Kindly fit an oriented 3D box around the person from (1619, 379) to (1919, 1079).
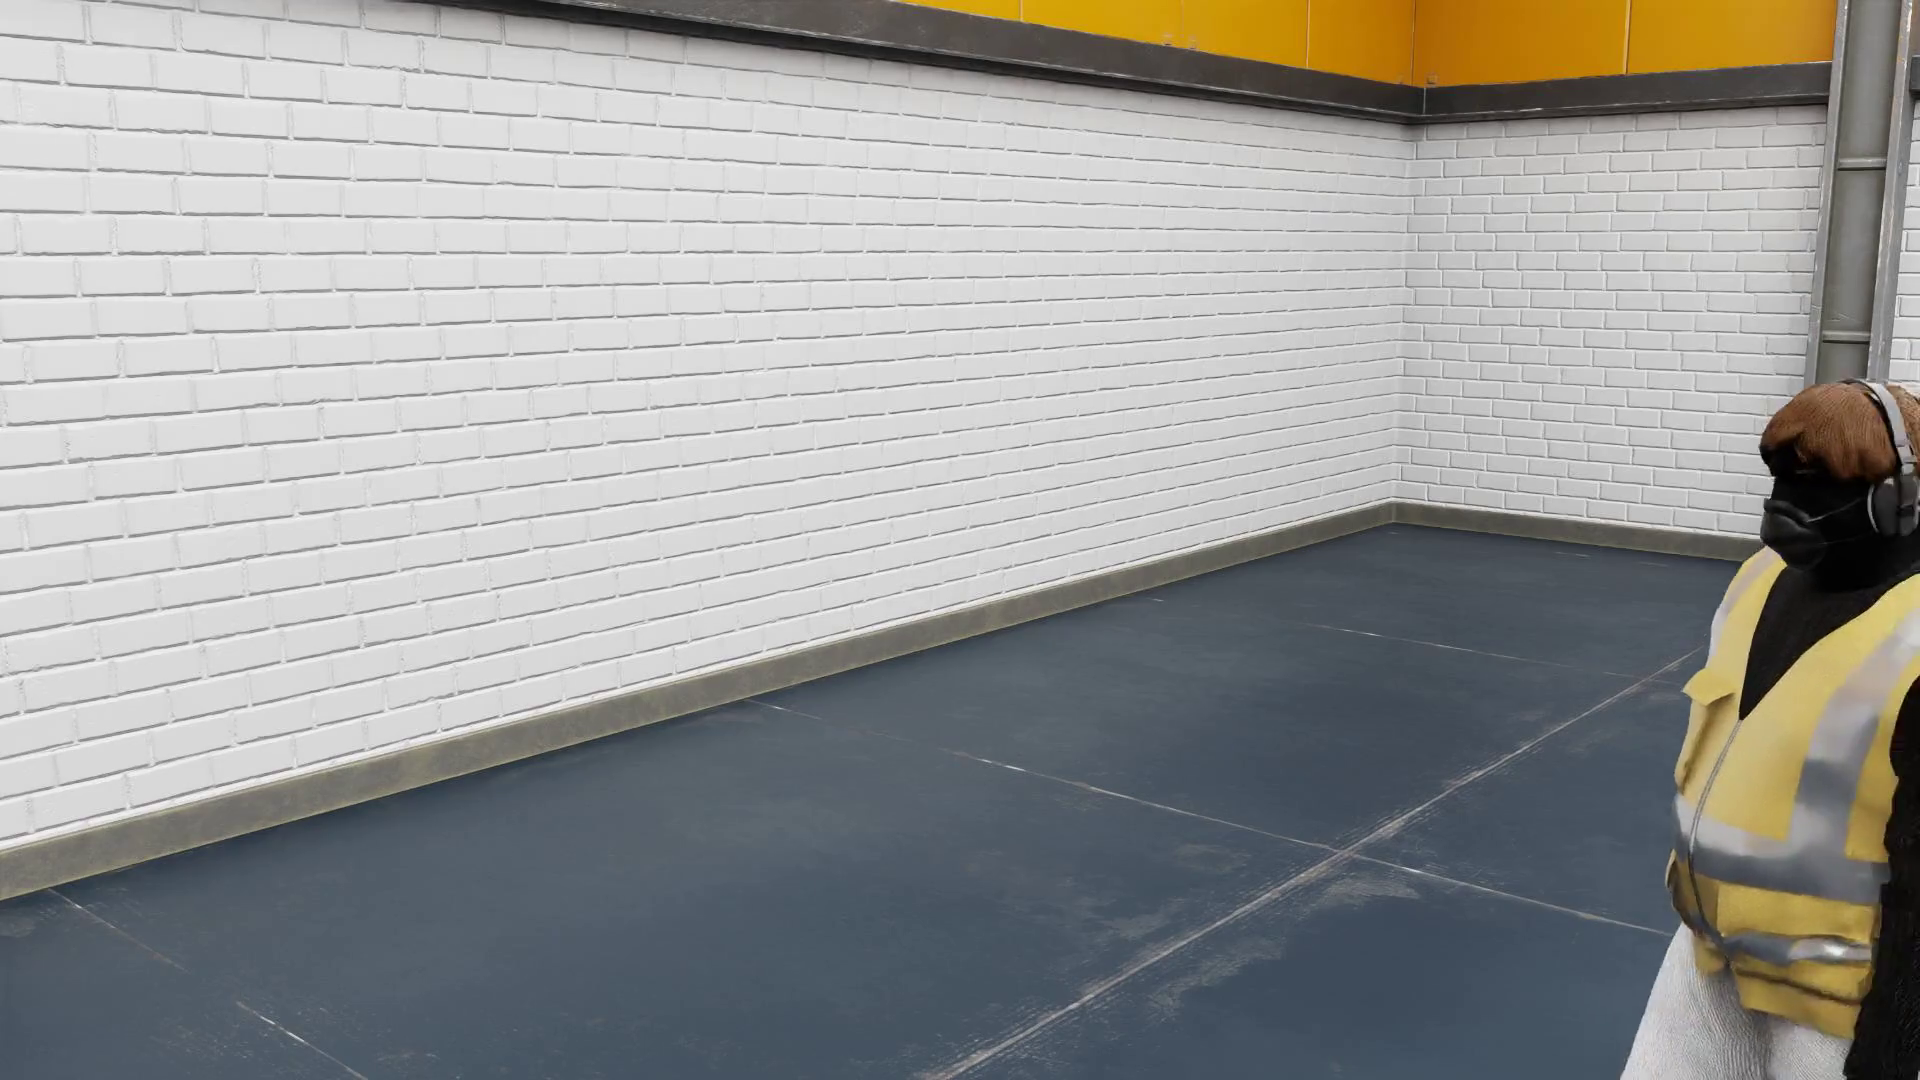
[{"bbox_3d":[1.308,0.666,2.568,0.451,1.830,0.637,-1,10,-5],"label":"person"}]
